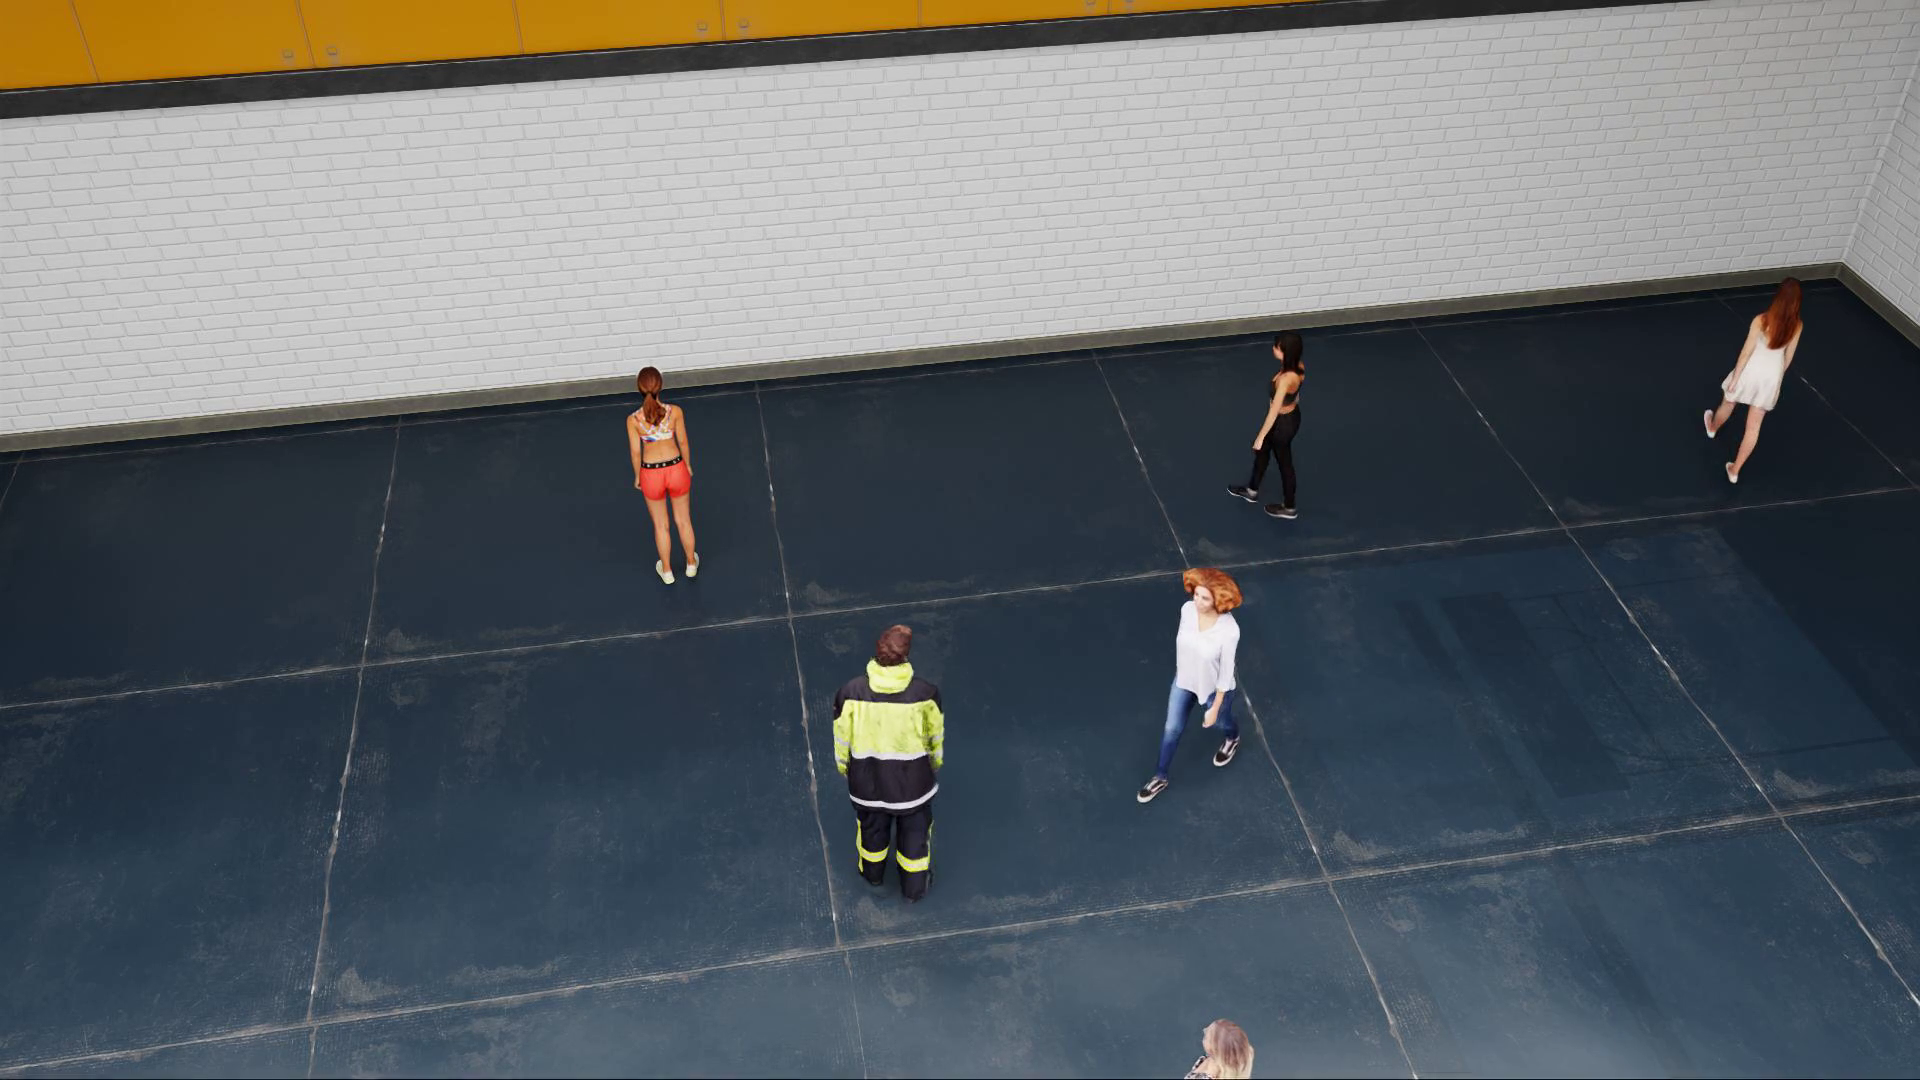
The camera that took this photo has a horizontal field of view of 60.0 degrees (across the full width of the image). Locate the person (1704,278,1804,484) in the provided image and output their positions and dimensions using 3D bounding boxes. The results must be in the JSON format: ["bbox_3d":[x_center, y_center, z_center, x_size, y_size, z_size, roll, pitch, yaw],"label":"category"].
[{"bbox_3d":[6.202,-1.197,12.893,0.851,1.676,1.136,7,39,8],"label":"person"}]

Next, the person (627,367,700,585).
[{"bbox_3d":[-2.112,-0.453,11.868,0.606,1.792,0.592,-11,40,-14],"label":"person"}]

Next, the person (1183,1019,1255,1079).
[{"bbox_3d":[1.192,2.810,7.852,0.671,1.706,0.639,30,48,32],"label":"person"}]

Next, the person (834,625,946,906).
[{"bbox_3d":[-0.388,1.293,9.539,0.827,1.971,0.788,-7,39,-9],"label":"person"}]

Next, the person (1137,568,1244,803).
[{"bbox_3d":[1.586,0.842,10.338,1.123,1.677,1.127,28,47,31],"label":"person"}]

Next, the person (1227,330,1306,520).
[{"bbox_3d":[2.503,-0.831,12.474,0.881,1.628,0.869,14,41,17],"label":"person"}]
